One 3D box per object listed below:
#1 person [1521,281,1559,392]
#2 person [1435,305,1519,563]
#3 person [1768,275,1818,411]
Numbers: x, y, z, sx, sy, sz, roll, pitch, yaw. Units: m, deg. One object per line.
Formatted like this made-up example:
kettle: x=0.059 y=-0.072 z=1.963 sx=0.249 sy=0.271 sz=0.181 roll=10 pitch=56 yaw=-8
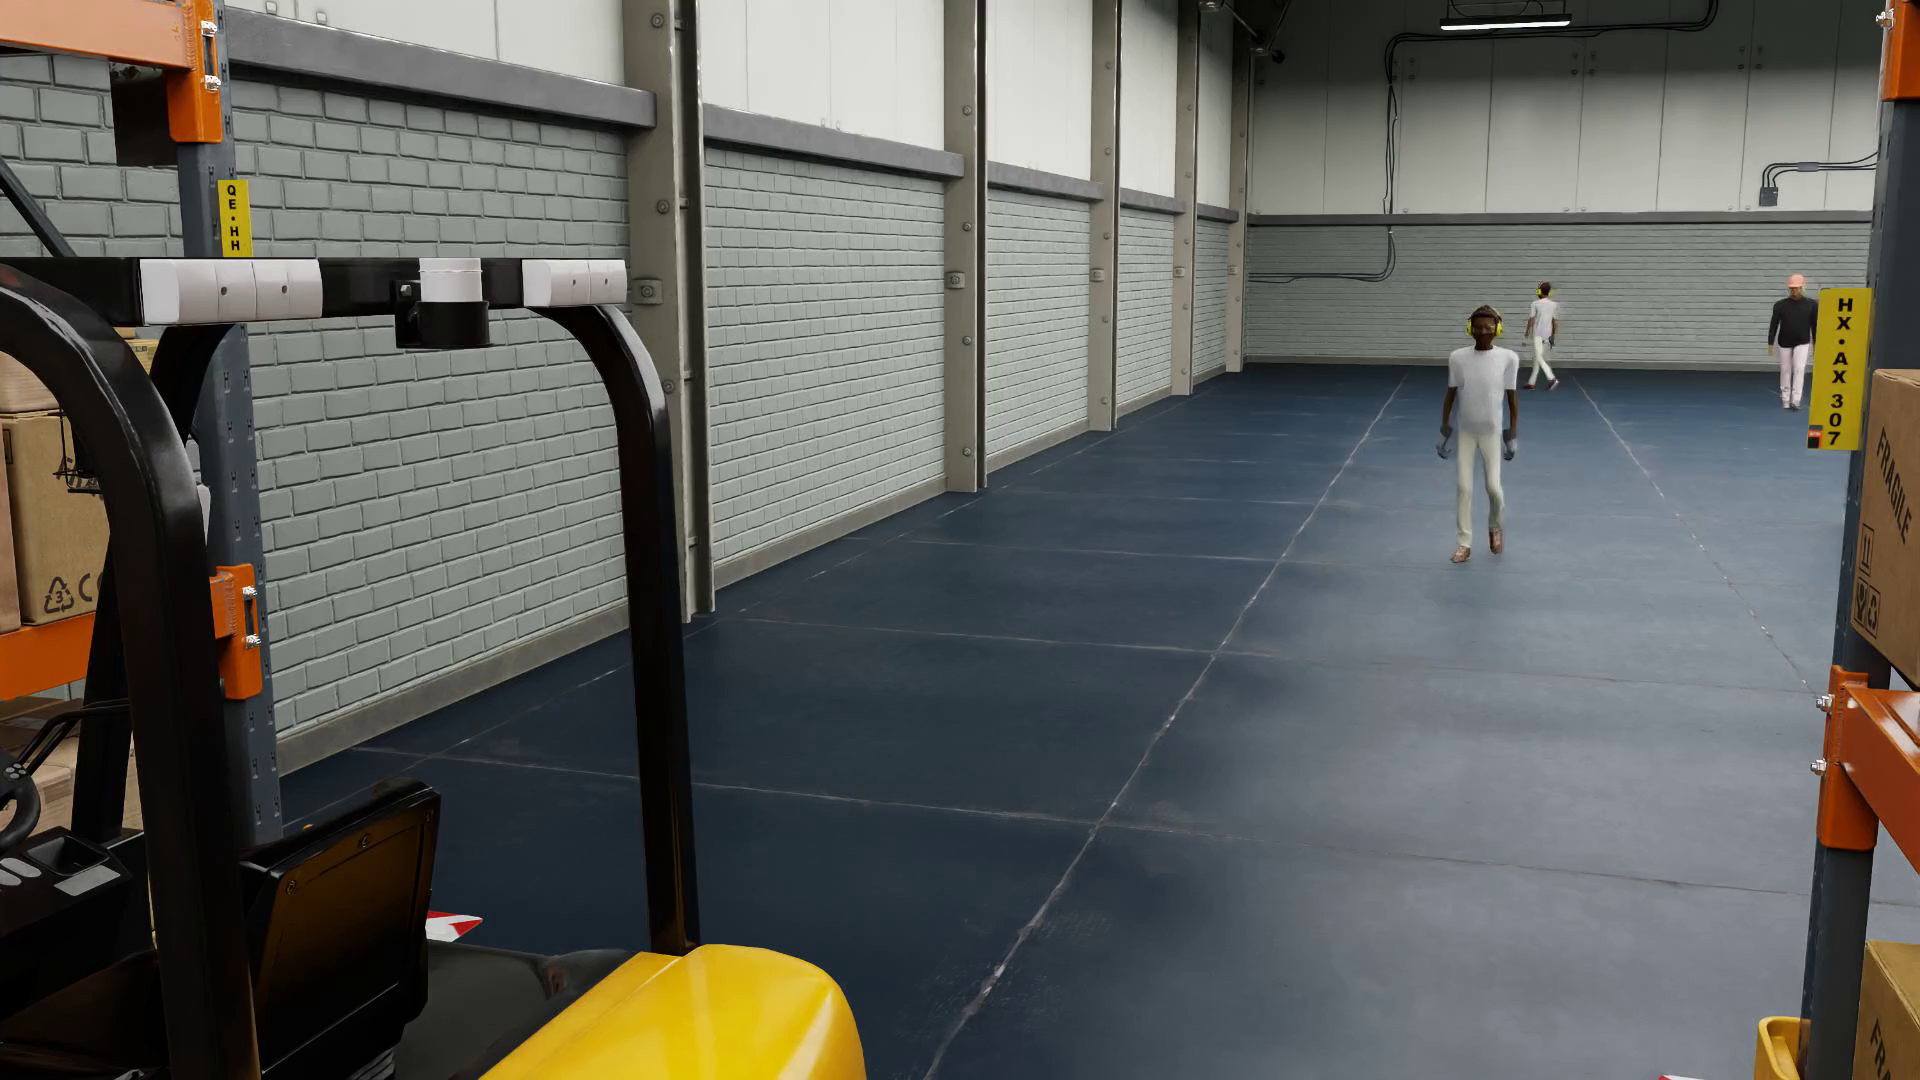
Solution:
person: x=9.753 y=-3.403 z=27.820 sx=0.522 sy=1.842 sz=0.896 roll=-4 pitch=10 yaw=-24
person: x=3.743 y=-0.769 z=12.049 sx=0.551 sy=1.860 sz=0.496 roll=5 pitch=11 yaw=29
person: x=12.117 y=-2.860 z=24.202 sx=0.659 sy=1.956 sz=0.966 roll=5 pitch=11 yaw=28
